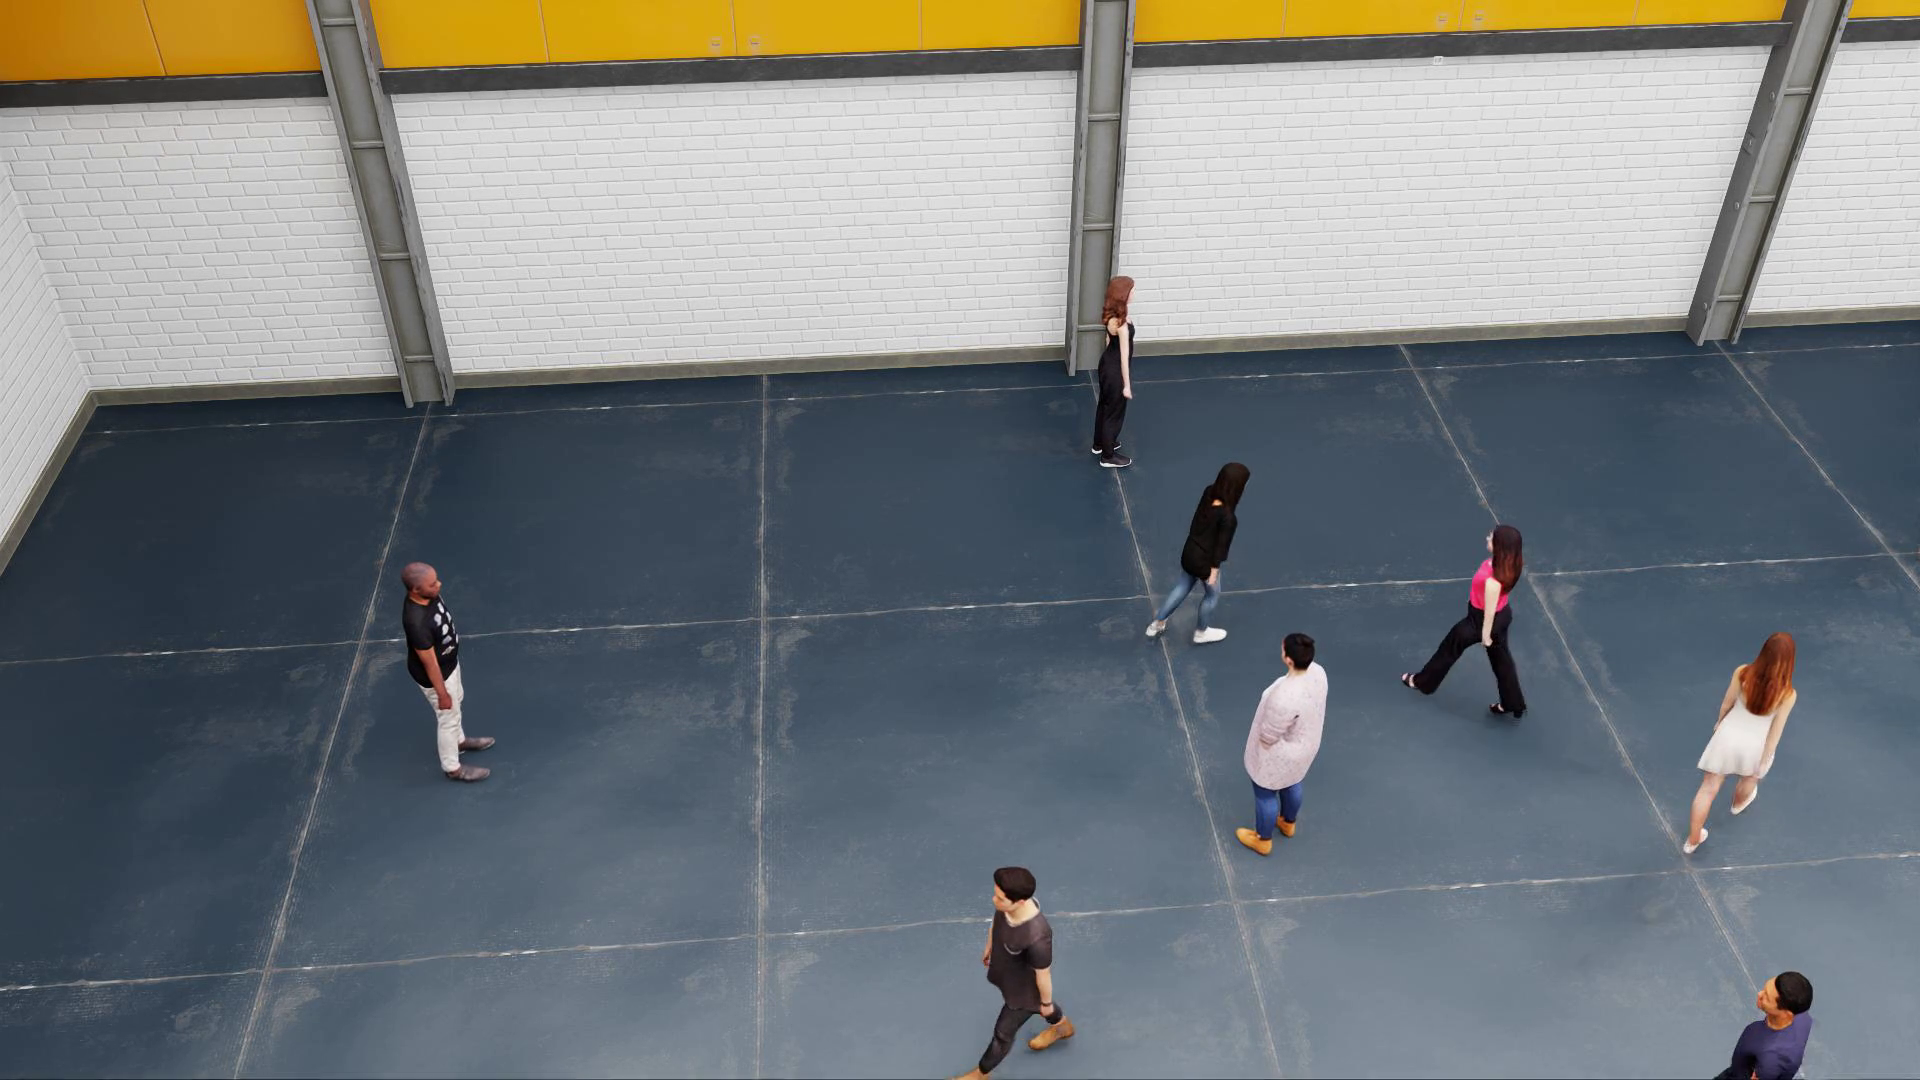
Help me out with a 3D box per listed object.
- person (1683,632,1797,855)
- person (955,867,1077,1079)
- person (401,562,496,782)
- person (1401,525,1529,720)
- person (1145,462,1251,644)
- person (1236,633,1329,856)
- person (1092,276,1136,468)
[{"bbox_3d":[4.867,1.330,10.429,1.064,1.676,0.970,-31,48,-33],"label":"person"},{"bbox_3d":[0.398,2.363,9.138,1.154,1.673,0.852,-14,41,-17],"label":"person"},{"bbox_3d":[-3.442,0.849,10.931,0.632,1.802,0.676,-7,39,-8],"label":"person"},{"bbox_3d":[3.680,0.590,11.404,1.123,1.616,1.057,27,46,29],"label":"person"},{"bbox_3d":[1.704,0.122,11.992,0.913,1.614,0.729,-15,41,-18],"label":"person"},{"bbox_3d":[2.061,1.271,10.450,0.782,1.743,0.860,-31,48,-33],"label":"person"},{"bbox_3d":[1.271,-1.406,13.800,0.553,1.745,0.609,-8,39,-10],"label":"person"}]
